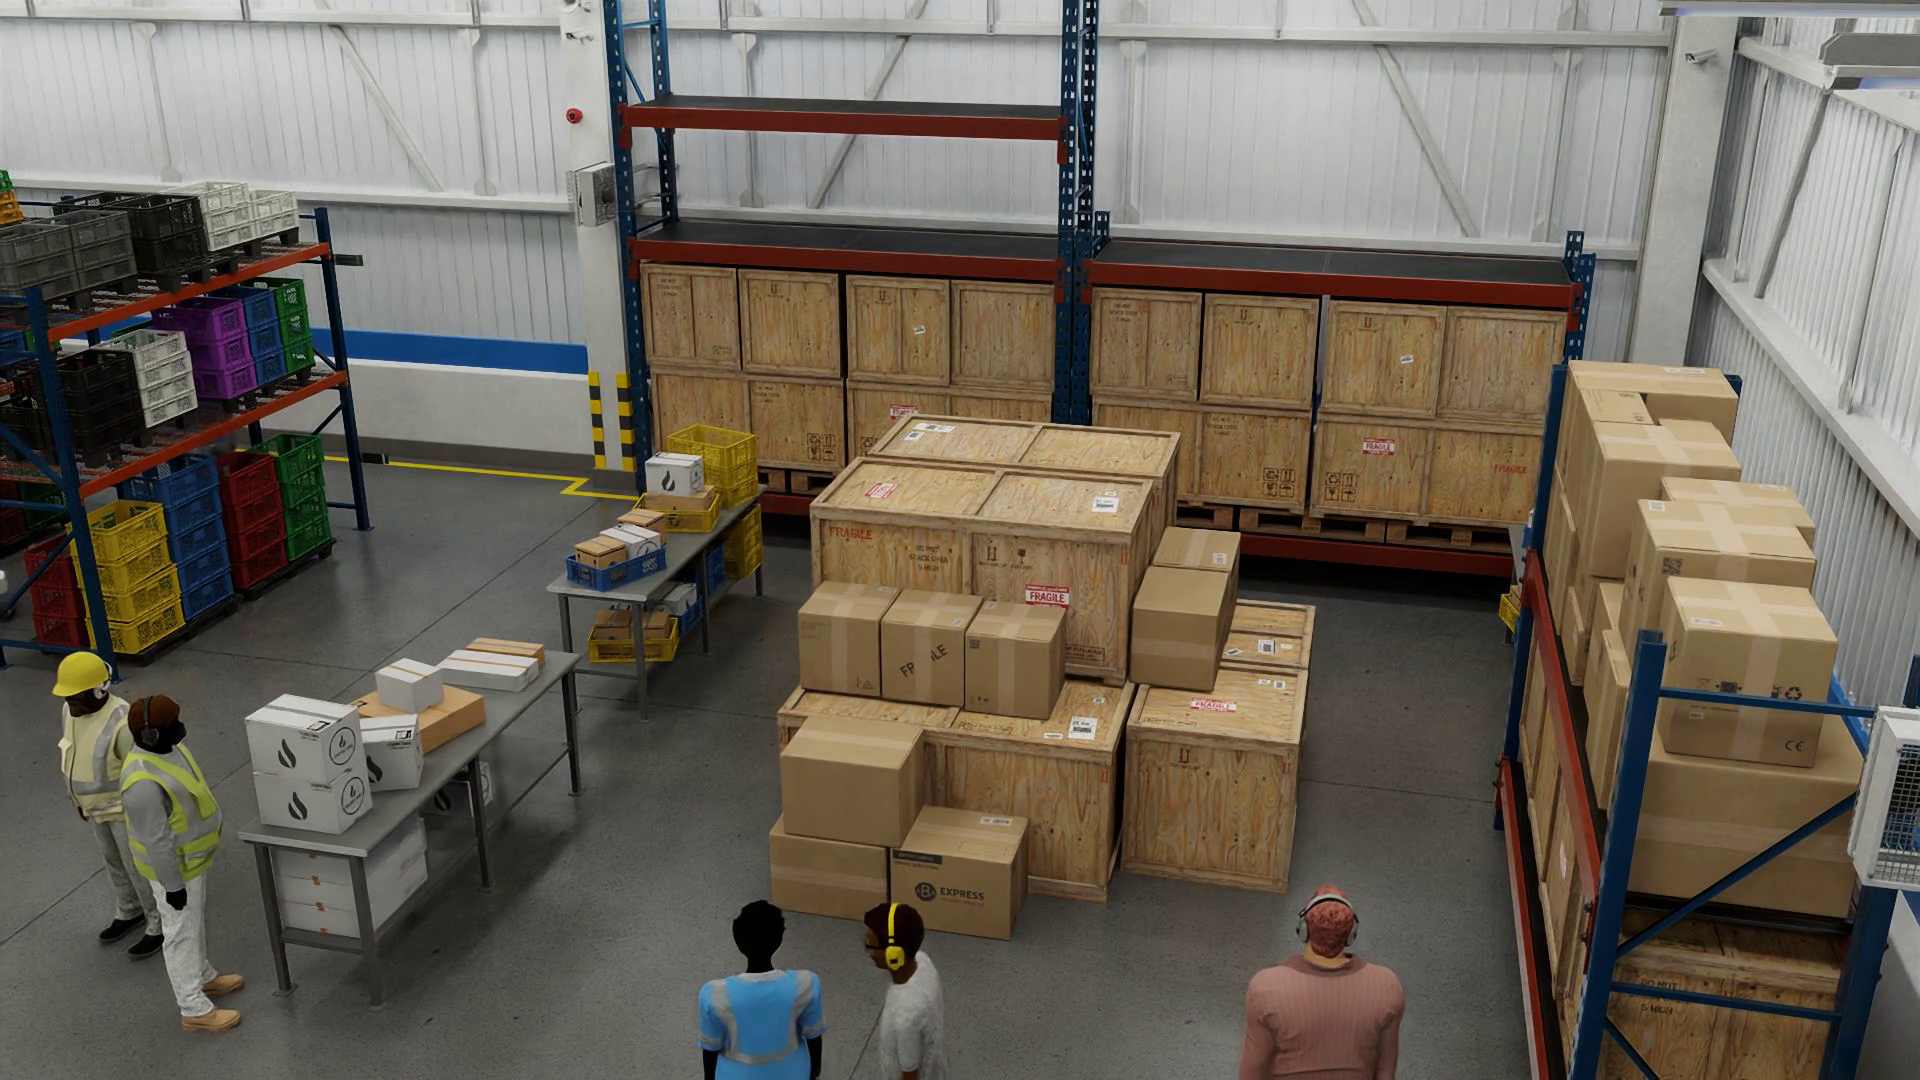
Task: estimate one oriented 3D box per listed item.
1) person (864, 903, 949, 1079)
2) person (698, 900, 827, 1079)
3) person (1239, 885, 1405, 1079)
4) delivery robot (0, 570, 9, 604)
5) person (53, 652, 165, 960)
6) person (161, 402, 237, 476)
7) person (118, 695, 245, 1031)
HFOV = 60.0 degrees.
[{"bbox_3d":[-0.212,2.305,6.784,0.333,1.858,0.520,1,21,3],"label":"person"},{"bbox_3d":[-0.822,2.294,7.036,0.532,1.686,0.321,-6,22,-14],"label":"person"},{"bbox_3d":[1.442,2.266,6.803,0.643,1.910,0.400,-1,21,-2],"label":"person"},{"bbox_3d":[-8.052,0.434,13.352,0.477,0.478,0.707,12,24,28],"label":"delivery robot"},{"bbox_3d":[-4.639,1.433,9.106,0.597,1.824,0.403,13,25,31],"label":"person"},{"bbox_3d":[-6.758,-0.840,14.948,0.459,1.897,0.680,15,26,35],"label":"person"},{"bbox_3d":[-3.997,1.637,8.543,0.429,1.844,0.623,-6,22,-16],"label":"person"}]
